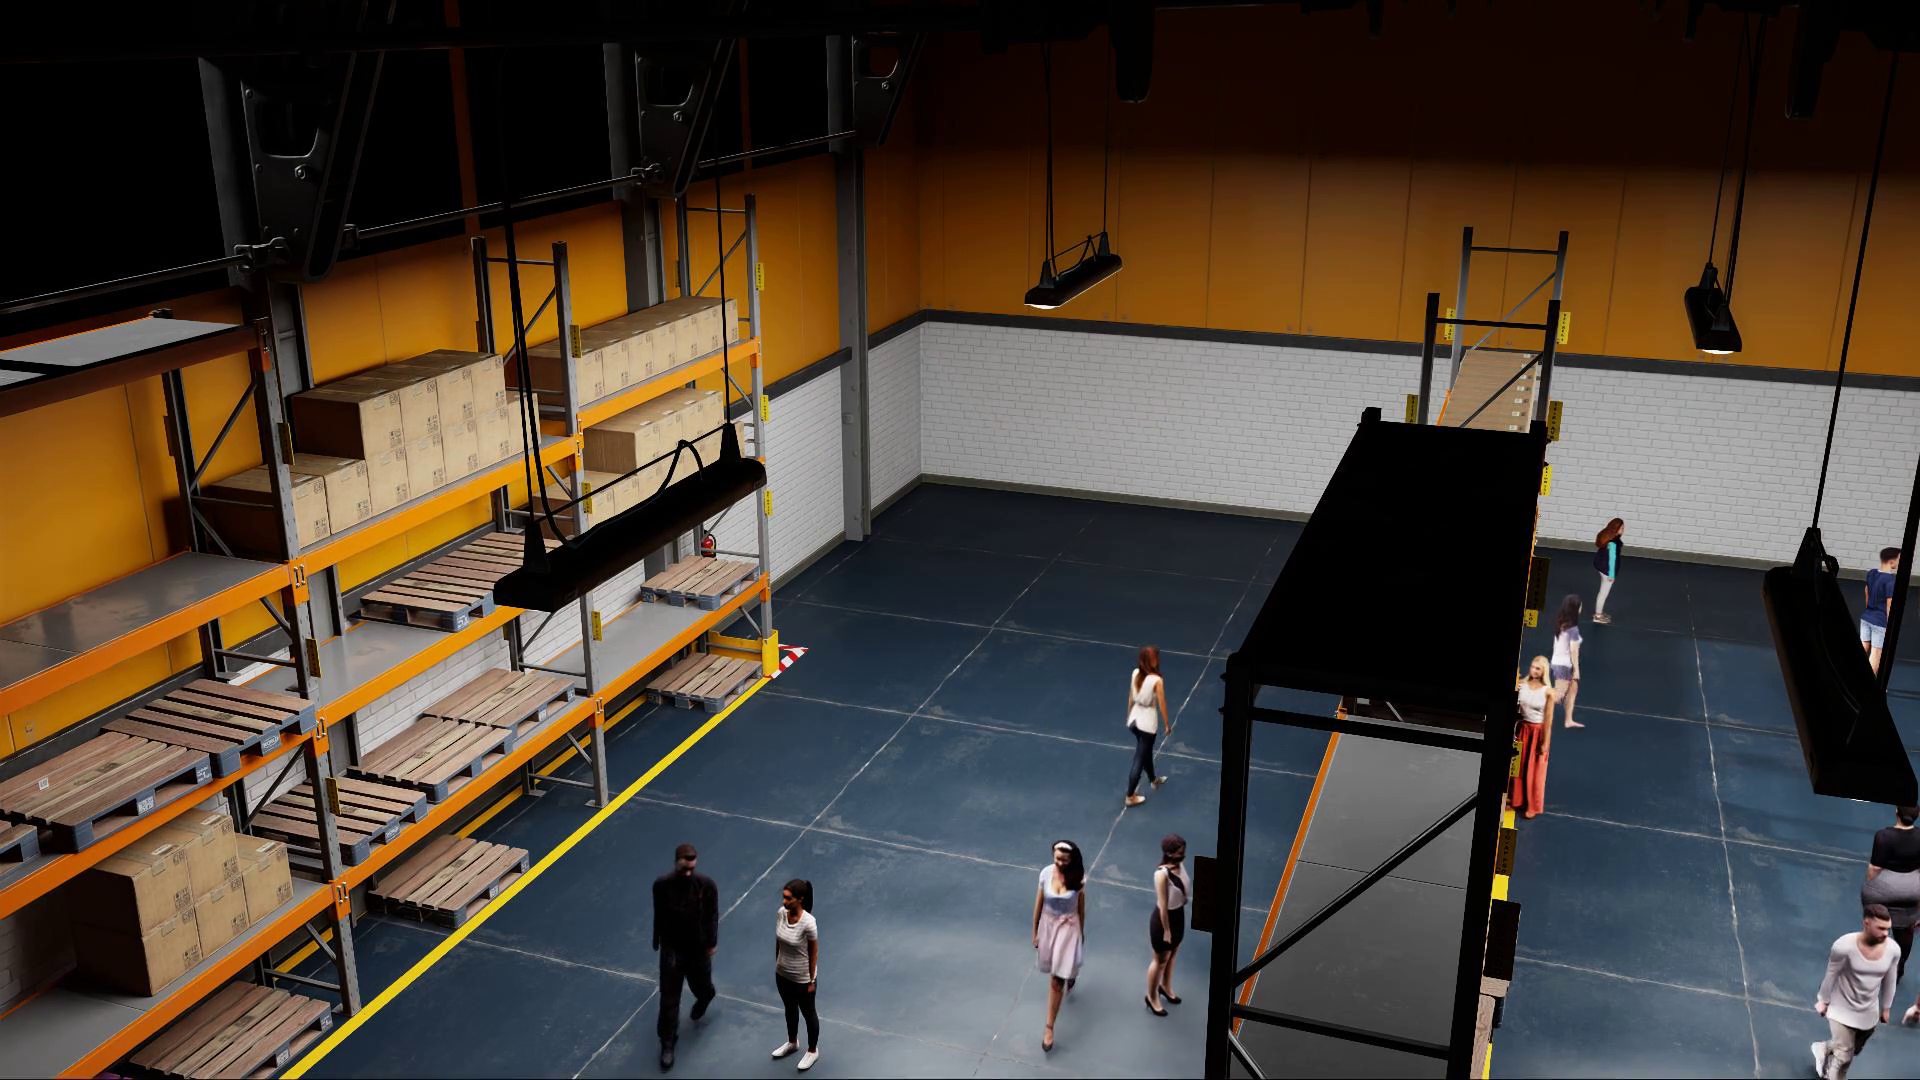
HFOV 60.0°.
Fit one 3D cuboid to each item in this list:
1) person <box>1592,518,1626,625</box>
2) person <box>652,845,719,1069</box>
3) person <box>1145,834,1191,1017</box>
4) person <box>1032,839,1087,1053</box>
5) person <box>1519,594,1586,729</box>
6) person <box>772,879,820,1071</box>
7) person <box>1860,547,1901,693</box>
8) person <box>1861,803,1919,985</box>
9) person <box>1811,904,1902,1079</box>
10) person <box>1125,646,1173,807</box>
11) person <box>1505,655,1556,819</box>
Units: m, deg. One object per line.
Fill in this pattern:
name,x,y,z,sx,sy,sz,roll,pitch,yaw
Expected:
person,8.829,0.398,22.684,0.640,1.496,0.521,5,19,14
person,-2.209,3.279,13.550,0.941,1.865,1.210,2,19,6
person,1.751,3.225,14.050,0.655,1.648,0.502,11,22,30
person,0.843,3.250,13.785,0.684,1.770,1.220,6,19,16
person,6.922,1.456,19.258,0.889,1.677,1.068,0,19,1
person,-1.307,3.457,13.362,0.629,1.647,0.624,14,23,36
person,11.266,0.971,20.435,0.768,1.845,0.664,-3,19,-10
person,8.100,3.043,14.418,0.737,1.759,0.729,0,19,1
person,6.853,3.560,12.816,0.924,1.802,1.204,0,19,1
person,1.873,1.988,17.548,1.051,1.760,0.922,-13,23,-35
person,5.967,2.035,17.348,0.748,1.800,0.722,-16,24,-39
